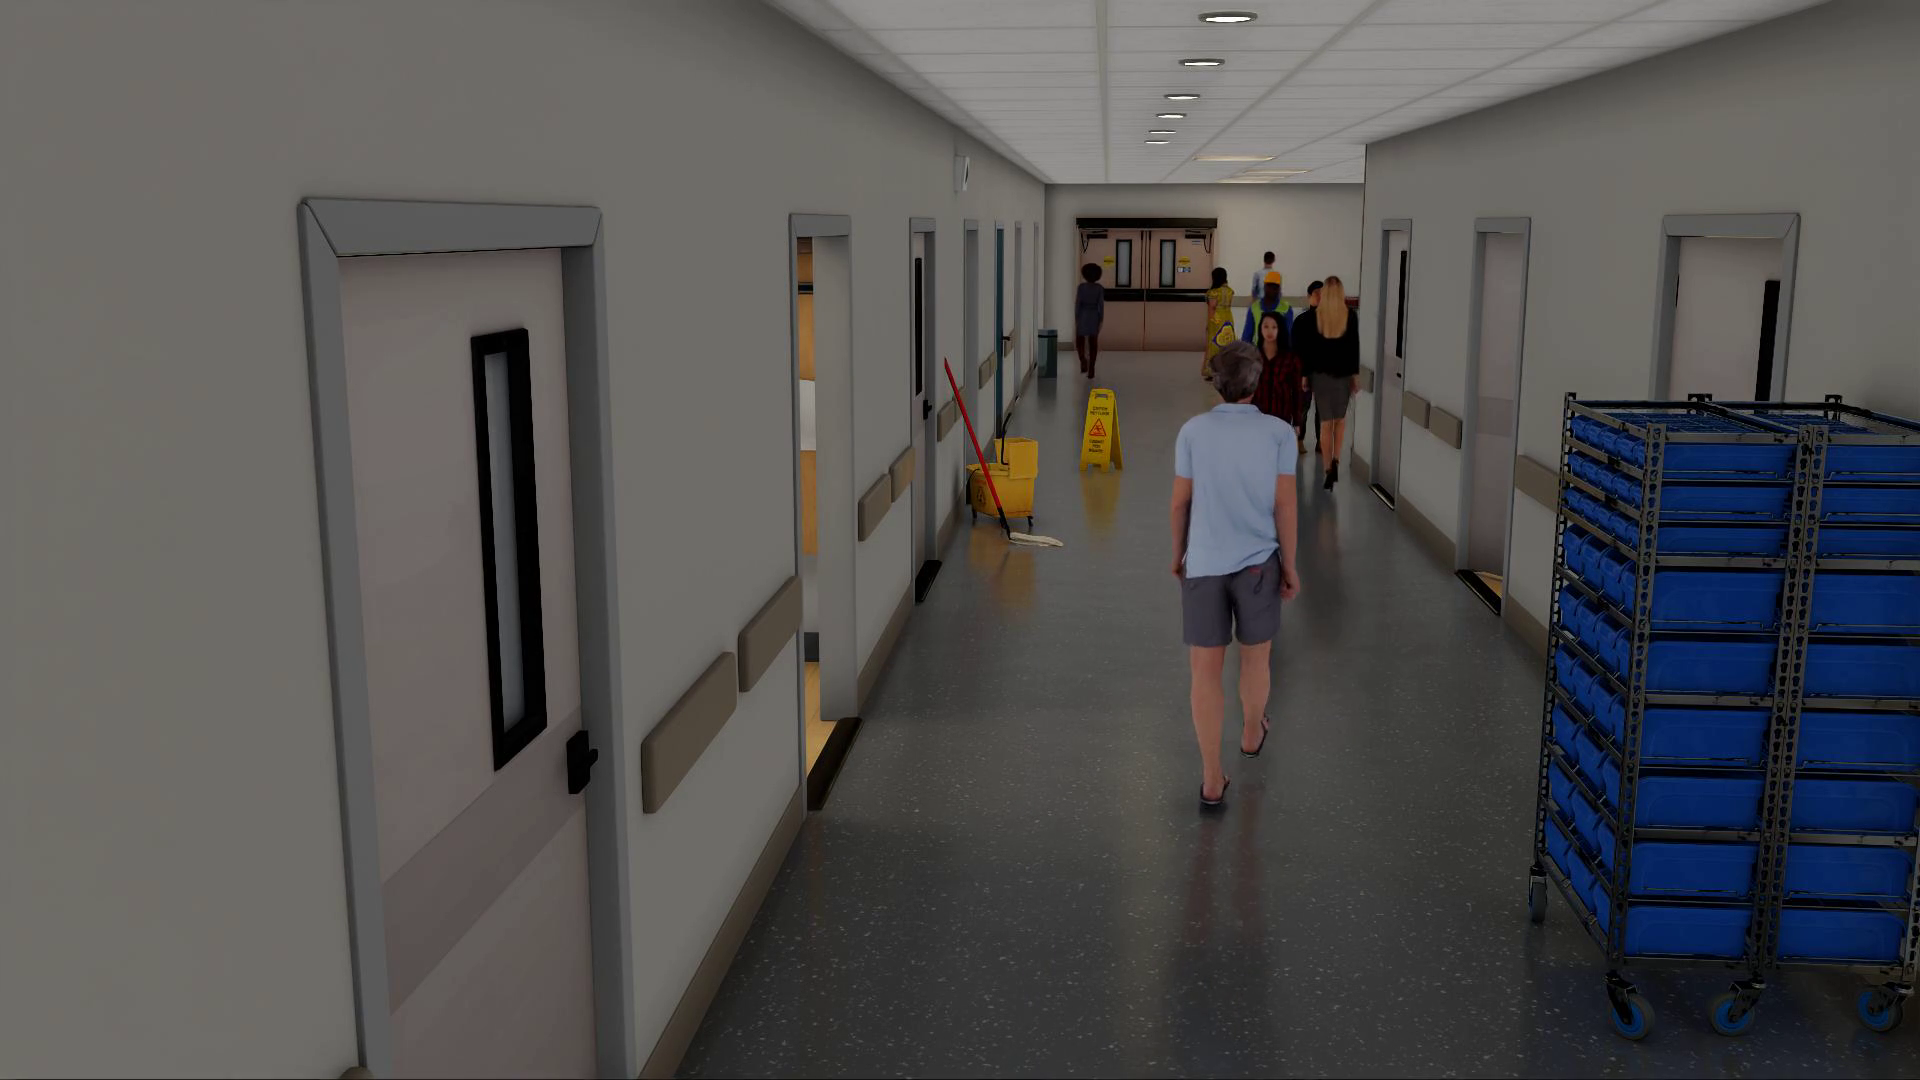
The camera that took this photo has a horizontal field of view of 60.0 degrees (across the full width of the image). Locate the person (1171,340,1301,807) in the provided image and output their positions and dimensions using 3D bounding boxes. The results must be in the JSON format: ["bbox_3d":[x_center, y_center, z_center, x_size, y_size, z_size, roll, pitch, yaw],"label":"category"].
[{"bbox_3d":[1.050,0.154,6.518,0.772,1.798,1.111,2,11,13],"label":"person"}]

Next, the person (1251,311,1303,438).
[{"bbox_3d":[2.269,-0.832,12.204,0.609,1.616,1.068,2,11,8],"label":"person"}]

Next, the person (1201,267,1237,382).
[{"bbox_3d":[3.803,-3.170,24.408,0.995,1.659,1.061,-10,14,-41],"label":"person"}]

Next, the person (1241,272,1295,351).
[{"bbox_3d":[3.194,-1.850,17.174,0.986,1.762,1.324,5,12,24],"label":"person"}]

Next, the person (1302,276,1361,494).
[{"bbox_3d":[3.169,-1.311,14.147,0.631,1.831,0.612,1,11,6],"label":"person"}]

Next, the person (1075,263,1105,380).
[{"bbox_3d":[1.920,-3.230,24.599,0.597,1.705,0.700,0,11,1],"label":"person"}]

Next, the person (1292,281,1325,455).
[{"bbox_3d":[3.547,-1.724,16.625,0.687,1.721,0.628,-2,11,-10],"label":"person"}]

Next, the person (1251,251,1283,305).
[{"bbox_3d":[4.929,-3.711,26.790,0.646,1.835,0.734,1,11,4],"label":"person"}]
